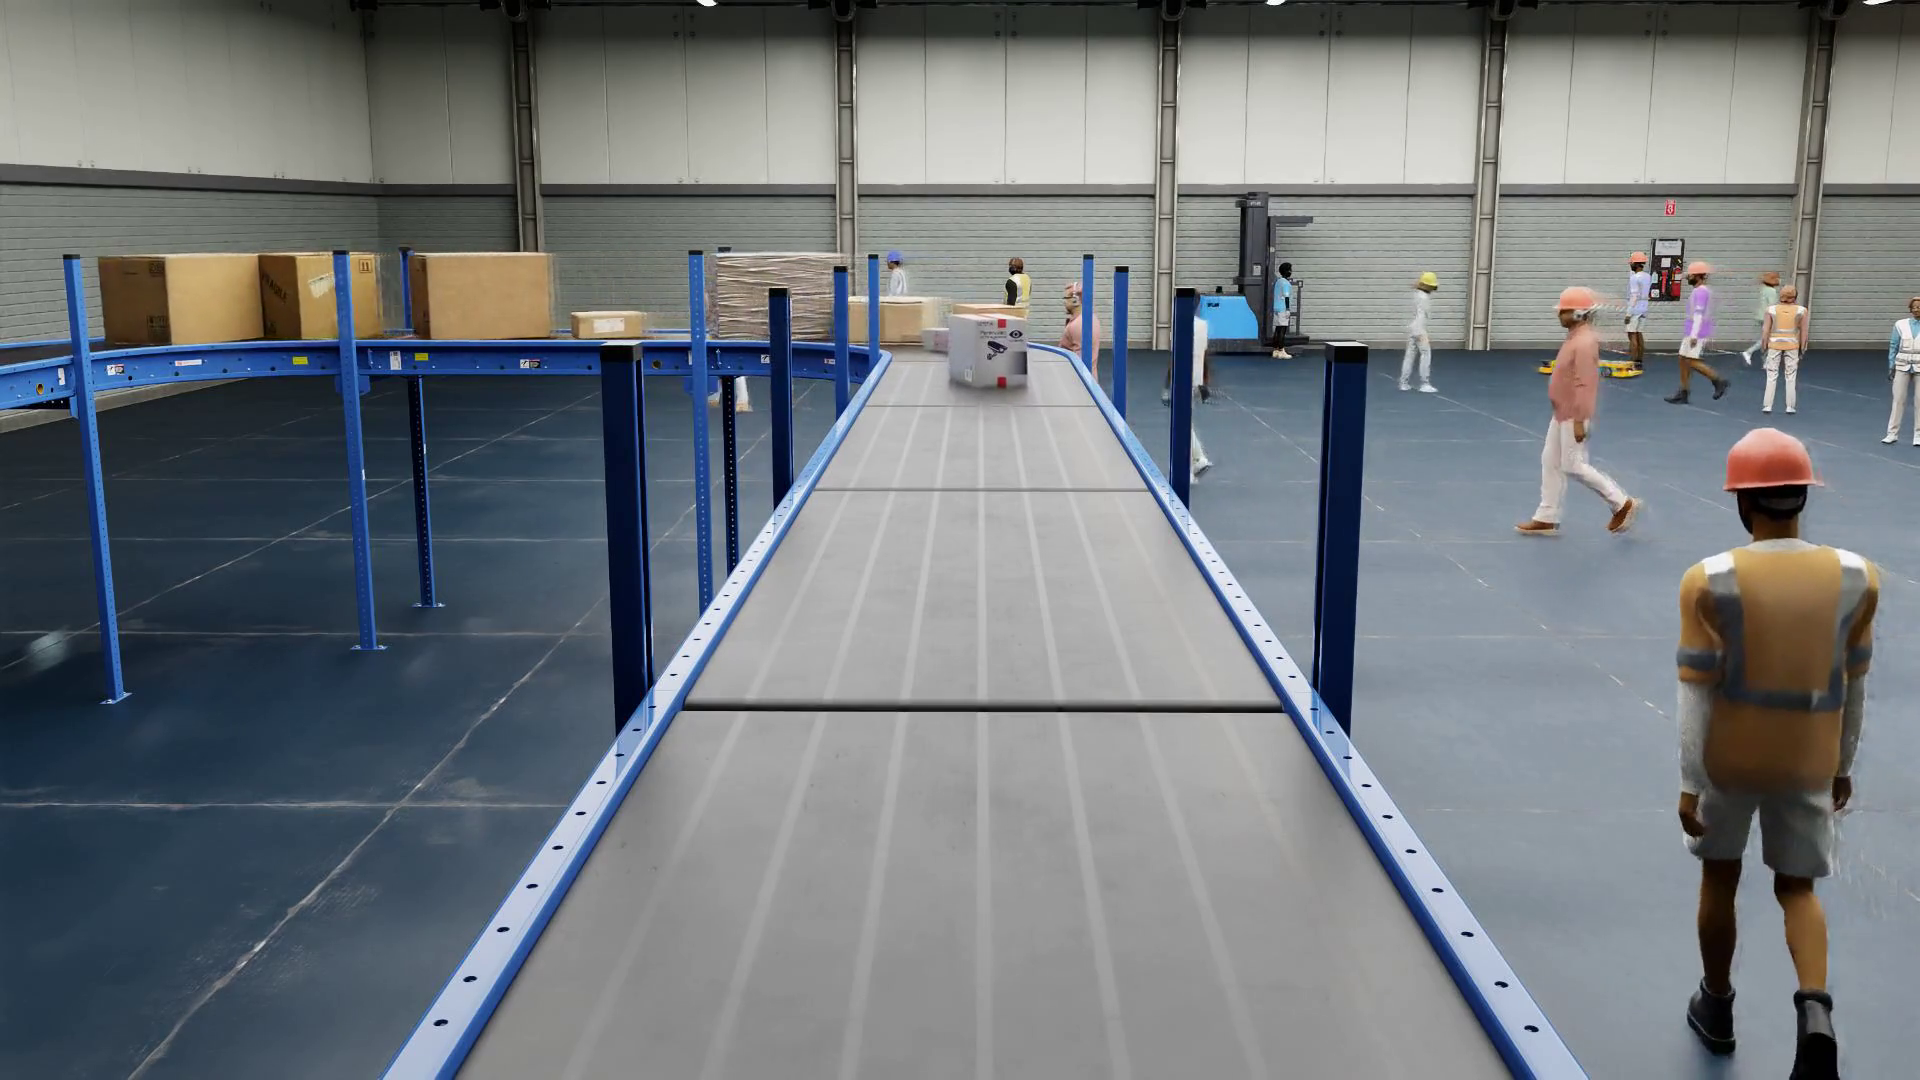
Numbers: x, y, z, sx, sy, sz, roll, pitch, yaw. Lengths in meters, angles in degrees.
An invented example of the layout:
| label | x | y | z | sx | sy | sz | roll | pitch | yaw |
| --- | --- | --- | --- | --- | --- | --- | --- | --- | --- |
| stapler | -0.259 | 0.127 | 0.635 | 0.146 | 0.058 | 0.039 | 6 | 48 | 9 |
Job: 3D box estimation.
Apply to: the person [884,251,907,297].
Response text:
| label | x | y | z | sx | sy | sz | roll | pitch | yaw |
| --- | --- | --- | --- | --- | --- | --- | --- | --- | --- |
| person | -1.137 | -4.097 | 29.159 | 1.003 | 1.900 | 0.601 | 0 | 11 | -1 |

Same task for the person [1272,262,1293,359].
| label | x | y | z | sx | sy | sz | roll | pitch | yaw |
| --- | --- | --- | --- | --- | --- | --- | --- | --- | --- |
| person | 5.745 | -4.076 | 29.559 | 0.317 | 1.695 | 0.540 | -2 | 11 | -9 |

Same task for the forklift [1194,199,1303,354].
| label | x | y | z | sx | sy | sz | roll | pitch | yaw |
| --- | --- | --- | --- | --- | --- | --- | --- | --- | --- |
| forklift | 5.313 | -4.851 | 30.603 | 1.873 | 2.768 | 1.129 | 0 | 11 | 1 |

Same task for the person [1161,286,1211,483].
| label | x | y | z | sx | sy | sz | roll | pitch | yaw |
| --- | --- | --- | --- | --- | --- | --- | --- | --- | --- |
| person | 2.110 | -1.463 | 15.727 | 0.388 | 1.854 | 0.543 | 10 | 15 | 41 |

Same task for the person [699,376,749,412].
| label | x | y | z | sx | sy | sz | roll | pitch | yaw |
| --- | --- | --- | --- | --- | --- | --- | --- | --- | --- |
| person | -3.121 | -2.569 | 21.539 | 0.859 | 1.808 | 0.649 | 1 | 11 | 5 |

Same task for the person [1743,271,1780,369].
| label | x | y | z | sx | sy | sz | roll | pitch | yaw |
| --- | --- | --- | --- | --- | --- | --- | --- | --- | --- |
| person | 13.292 | -3.631 | 27.448 | 0.528 | 1.620 | 0.511 | 3 | 11 | 14 |

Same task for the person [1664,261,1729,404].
| label | x | y | z | sx | sy | sz | roll | pitch | yaw |
| --- | --- | --- | --- | --- | --- | --- | --- | --- | --- |
| person | 9.950 | -2.784 | 22.353 | 0.688 | 1.915 | 0.554 | 3 | 11 | 15 |

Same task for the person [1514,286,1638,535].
| label | x | y | z | sx | sy | sz | roll | pitch | yaw |
| --- | --- | --- | --- | --- | --- | --- | --- | --- | --- |
| person | 4.876 | -0.996 | 13.035 | 0.823 | 1.972 | 0.622 | 2 | 11 | 10 |

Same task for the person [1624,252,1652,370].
| label | x | y | z | sx | sy | sz | roll | pitch | yaw |
| --- | --- | --- | --- | --- | --- | --- | --- | --- | --- |
| person | 10.988 | -3.715 | 27.088 | 0.551 | 1.934 | 0.363 | -10 | 15 | -41 |

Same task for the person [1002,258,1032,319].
| label | x | y | z | sx | sy | sz | roll | pitch | yaw |
| --- | --- | --- | --- | --- | --- | --- | --- | --- | --- |
| person | 0.901 | -3.638 | 26.936 | 0.429 | 1.844 | 0.625 | 6 | 13 | 28 |

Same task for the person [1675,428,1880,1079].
| label | x | y | z | sx | sy | sz | roll | pitch | yaw |
| --- | --- | --- | --- | --- | --- | --- | --- | --- | --- |
| person | 2.322 | 0.646 | 4.759 | 0.548 | 1.908 | 0.738 | 2 | 11 | 11 |

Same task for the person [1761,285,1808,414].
| label | x | y | z | sx | sy | sz | roll | pitch | yaw |
| --- | --- | --- | --- | --- | --- | --- | --- | --- | --- |
| person | 10.537 | -2.437 | 21.284 | 0.522 | 1.637 | 0.309 | 5 | 12 | 24 |

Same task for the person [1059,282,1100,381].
| label | x | y | z | sx | sy | sz | roll | pitch | yaw |
| --- | --- | --- | --- | --- | --- | --- | --- | --- | --- |
| person | 1.075 | -1.419 | 15.368 | 0.403 | 1.904 | 0.652 | 2 | 11 | 13 |

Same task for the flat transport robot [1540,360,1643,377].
| label | x | y | z | sx | sy | sz | roll | pitch | yaw |
| --- | --- | --- | --- | --- | --- | --- | --- | --- | --- |
| flat transport robot | 10.103 | -2.766 | 26.610 | 1.431 | 0.197 | 0.652 | 8 | 13 | 35 |

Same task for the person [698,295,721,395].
| label | x | y | z | sx | sy | sz | roll | pitch | yaw |
| --- | --- | --- | --- | --- | --- | --- | --- | --- | --- |
| person | -3.383 | -2.876 | 23.334 | 0.552 | 1.710 | 0.586 | -9 | 14 | -40 |

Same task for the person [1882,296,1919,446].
| label | x | y | z | sx | sy | sz | roll | pitch | yaw |
| --- | --- | --- | --- | --- | --- | --- | --- | --- | --- |
| person | 10.524 | -1.867 | 18.351 | 0.515 | 1.640 | 0.315 | 10 | 15 | 42 |

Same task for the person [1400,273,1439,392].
| label | x | y | z | sx | sy | sz | roll | pitch | yaw |
| --- | --- | --- | --- | --- | --- | --- | --- | --- | --- |
| person | 6.639 | -2.982 | 23.909 | 0.581 | 1.697 | 0.578 | 3 | 11 | 15 |
